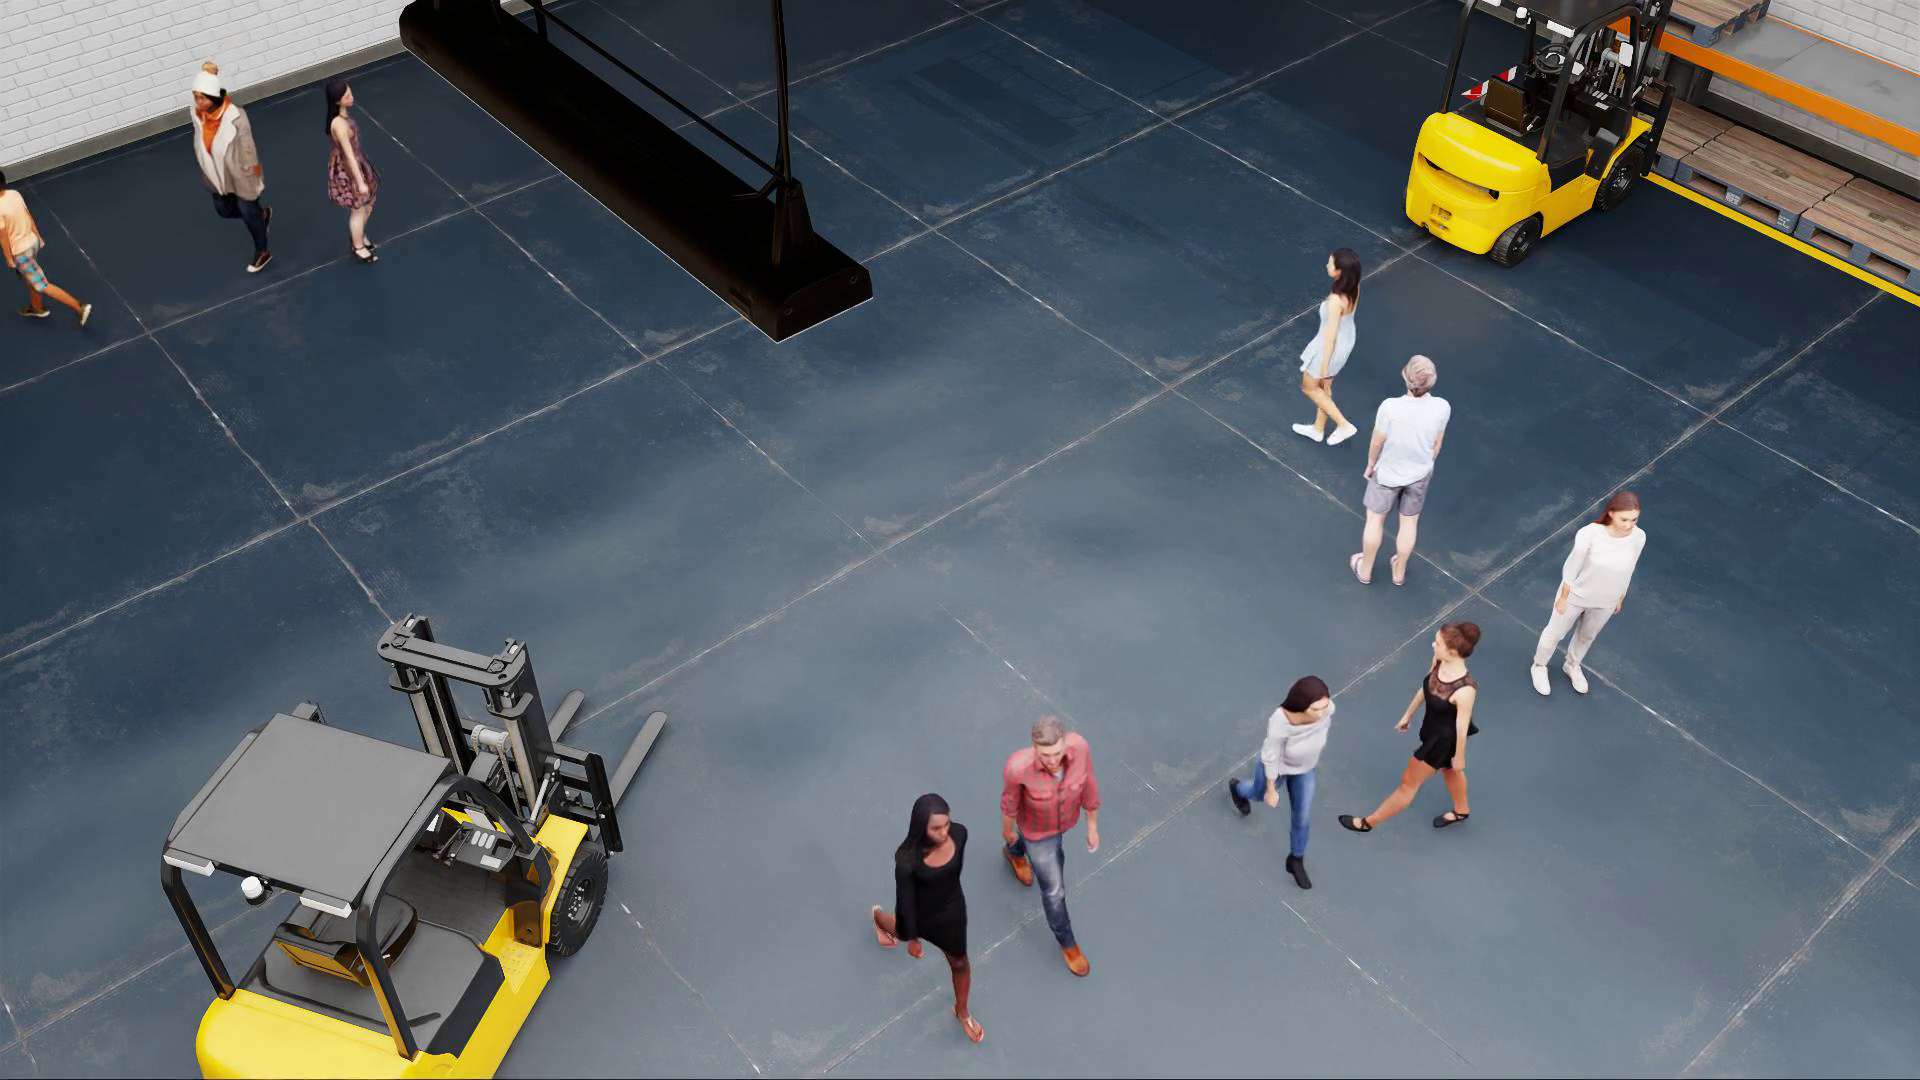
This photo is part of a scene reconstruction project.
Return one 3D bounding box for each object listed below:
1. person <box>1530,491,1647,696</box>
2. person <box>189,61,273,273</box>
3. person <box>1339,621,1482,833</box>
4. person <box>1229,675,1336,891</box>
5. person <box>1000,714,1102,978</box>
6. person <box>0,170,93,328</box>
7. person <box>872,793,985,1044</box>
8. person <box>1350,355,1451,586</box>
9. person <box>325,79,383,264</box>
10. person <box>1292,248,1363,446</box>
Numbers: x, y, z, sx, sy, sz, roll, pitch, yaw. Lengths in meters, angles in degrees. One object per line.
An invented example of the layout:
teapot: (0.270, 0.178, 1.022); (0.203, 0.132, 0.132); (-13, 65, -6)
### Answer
person: (3.972, 0.319, 10.497); (0.680, 1.686, 0.715); (-2, 44, -2)
person: (-6.084, -3.192, 14.044); (0.959, 1.877, 1.000); (14, 45, 14)
person: (2.894, 1.119, 9.690); (1.042, 1.641, 1.089); (-6, 44, -6)
person: (1.821, 1.265, 9.566); (0.858, 1.601, 1.137); (-16, 46, -16)
person: (0.443, 1.489, 9.204); (0.820, 1.776, 1.266); (-21, 48, -21)
person: (-7.533, -2.356, 13.486); (0.993, 1.436, 0.931); (3, 44, 4)
person: (-0.220, 1.903, 8.839); (0.719, 1.679, 1.218); (-23, 48, -23)
person: (2.971, -0.440, 11.193); (0.715, 1.825, 0.770); (2, 44, 2)
person: (-5.155, -3.062, 14.003); (0.847, 1.746, 0.761); (-15, 46, -15)
person: (2.822, -1.373, 12.250); (0.830, 1.719, 0.699); (24, 49, 23)
